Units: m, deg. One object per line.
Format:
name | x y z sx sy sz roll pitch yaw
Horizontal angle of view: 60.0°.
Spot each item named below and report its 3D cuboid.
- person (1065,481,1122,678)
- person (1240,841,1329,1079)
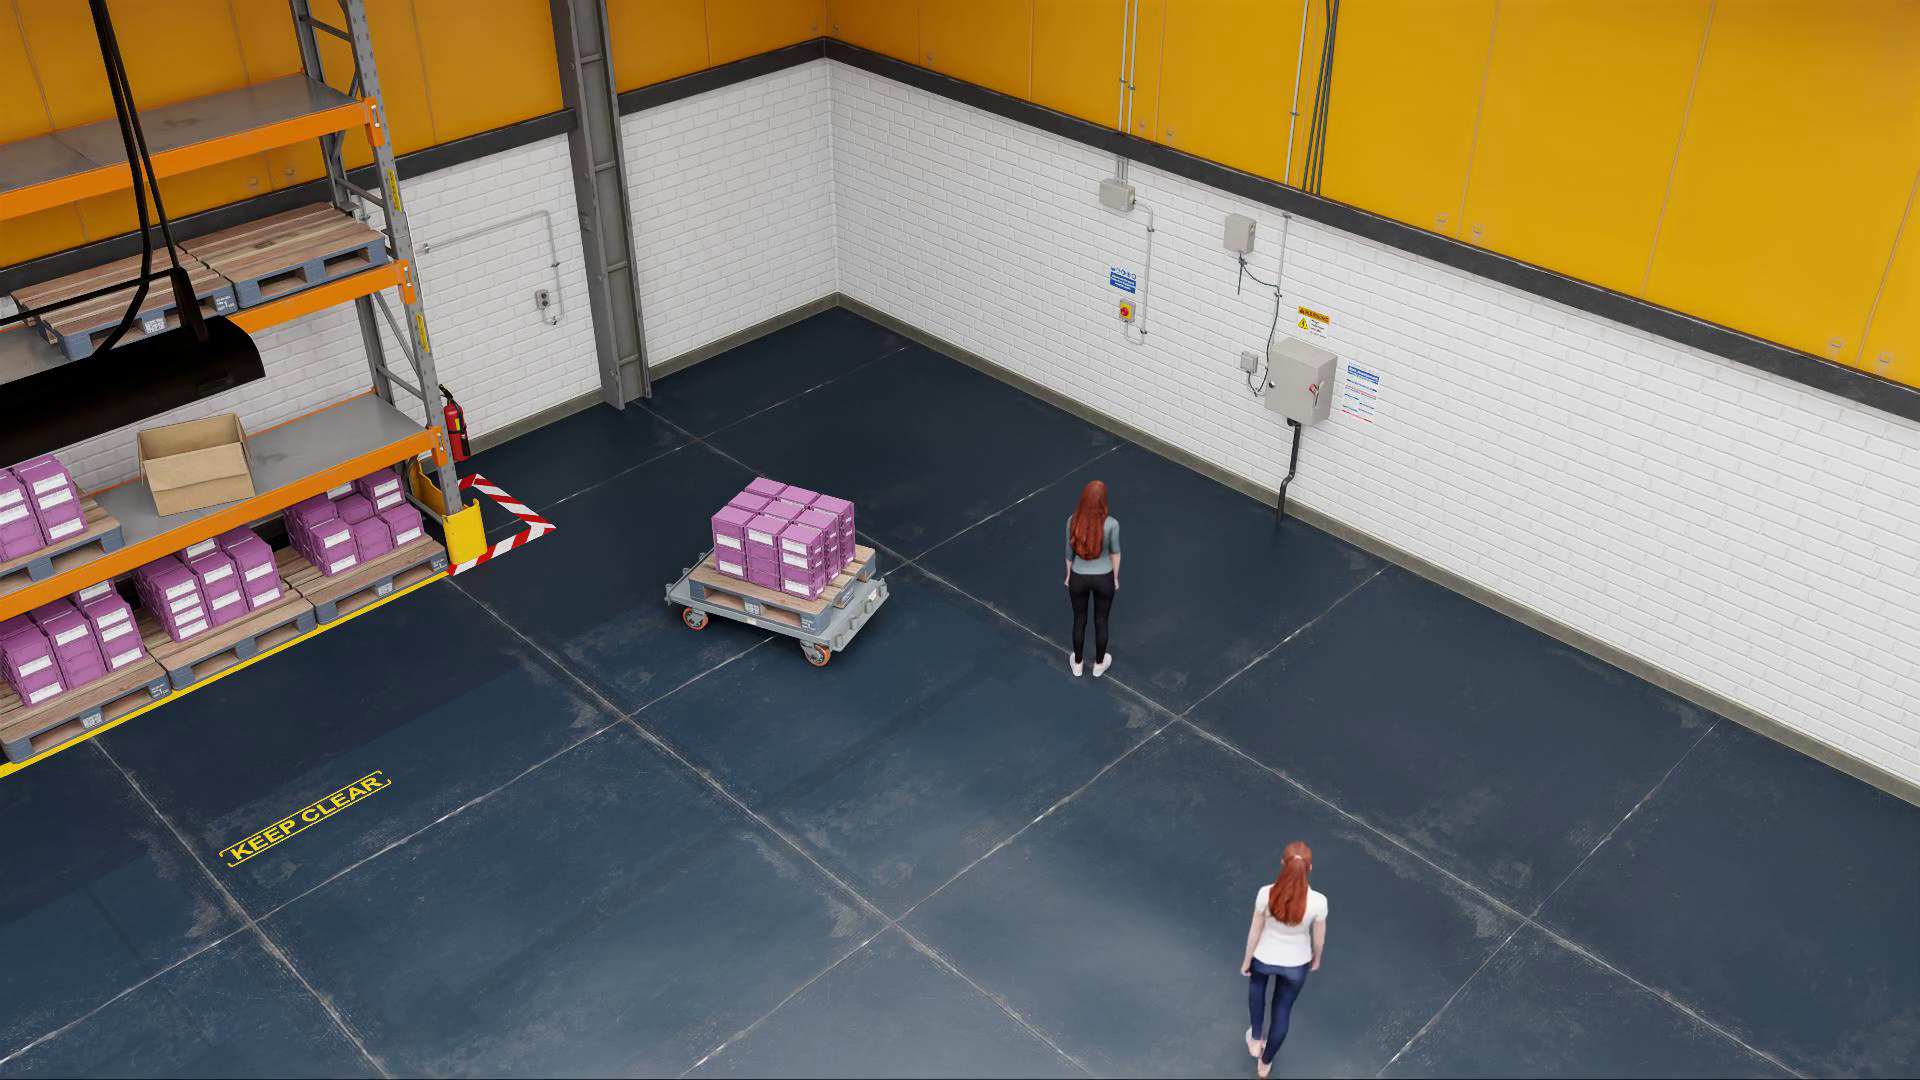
person | 1.012 0.307 12.788 0.670 1.743 0.705 6 34 9
person | 1.826 2.481 9.530 0.705 1.728 0.735 7 34 11
